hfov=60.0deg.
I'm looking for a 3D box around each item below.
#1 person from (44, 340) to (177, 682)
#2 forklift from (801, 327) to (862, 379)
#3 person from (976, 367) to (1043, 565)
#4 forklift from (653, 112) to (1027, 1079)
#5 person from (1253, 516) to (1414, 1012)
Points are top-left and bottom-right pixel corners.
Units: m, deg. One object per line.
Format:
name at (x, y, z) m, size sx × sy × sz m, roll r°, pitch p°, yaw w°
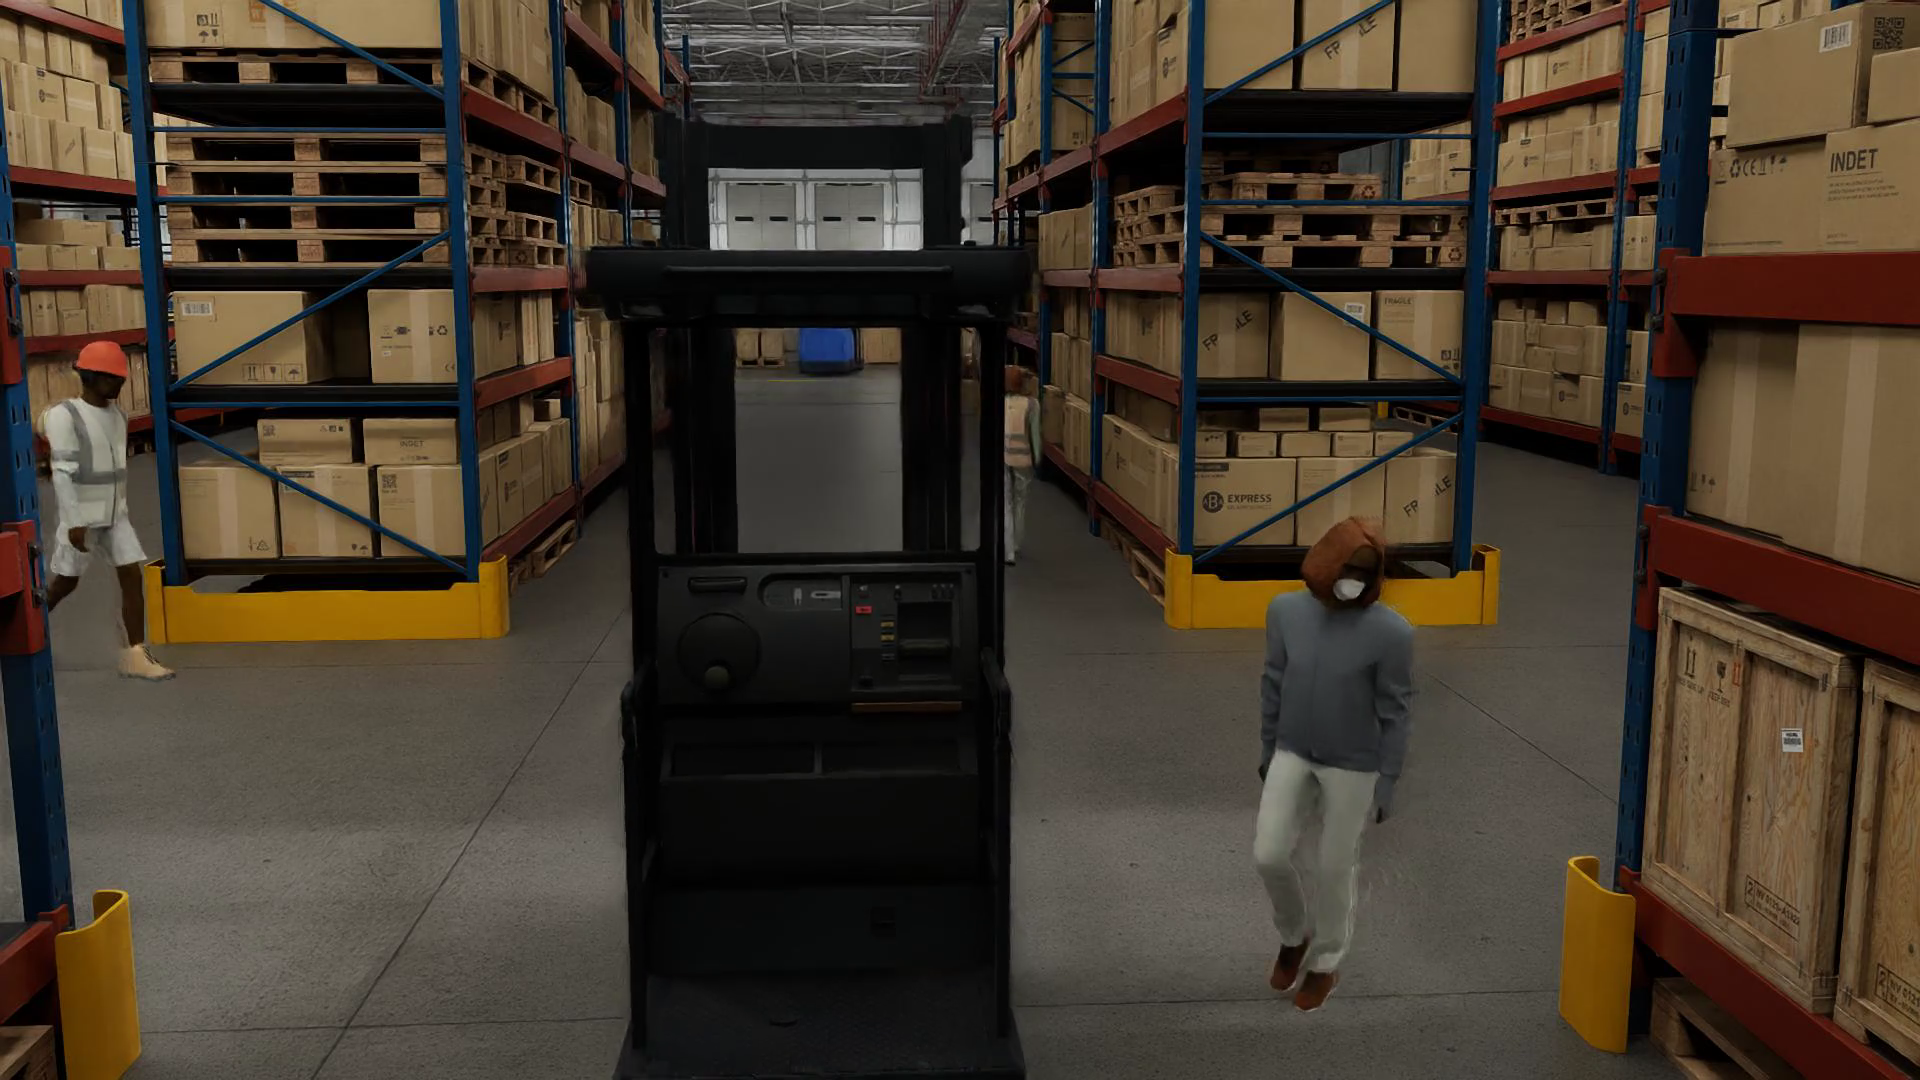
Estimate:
person at (-5.110, -0.167, 9.674) m, size 1.028 × 1.999 × 0.629 m, roll 3°, pitch 10°, yaw 18°
forklift at (-2.942, -5.091, 37.797) m, size 1.129 × 2.768 × 1.873 m, roll 1°, pitch 9°, yaw 6°
person at (0.401, -0.620, 13.713) m, size 0.528 × 1.594 × 0.844 m, roll -1°, pitch 9°, yaw -6°
forklift at (-0.436, 0.098, 5.213) m, size 1.129 × 2.768 × 1.873 m, roll -1°, pitch 9°, yaw -4°
person at (1.164, 0.720, 5.247) m, size 0.511 × 1.612 × 0.401 m, roll 6°, pitch 11°, yaw 33°
